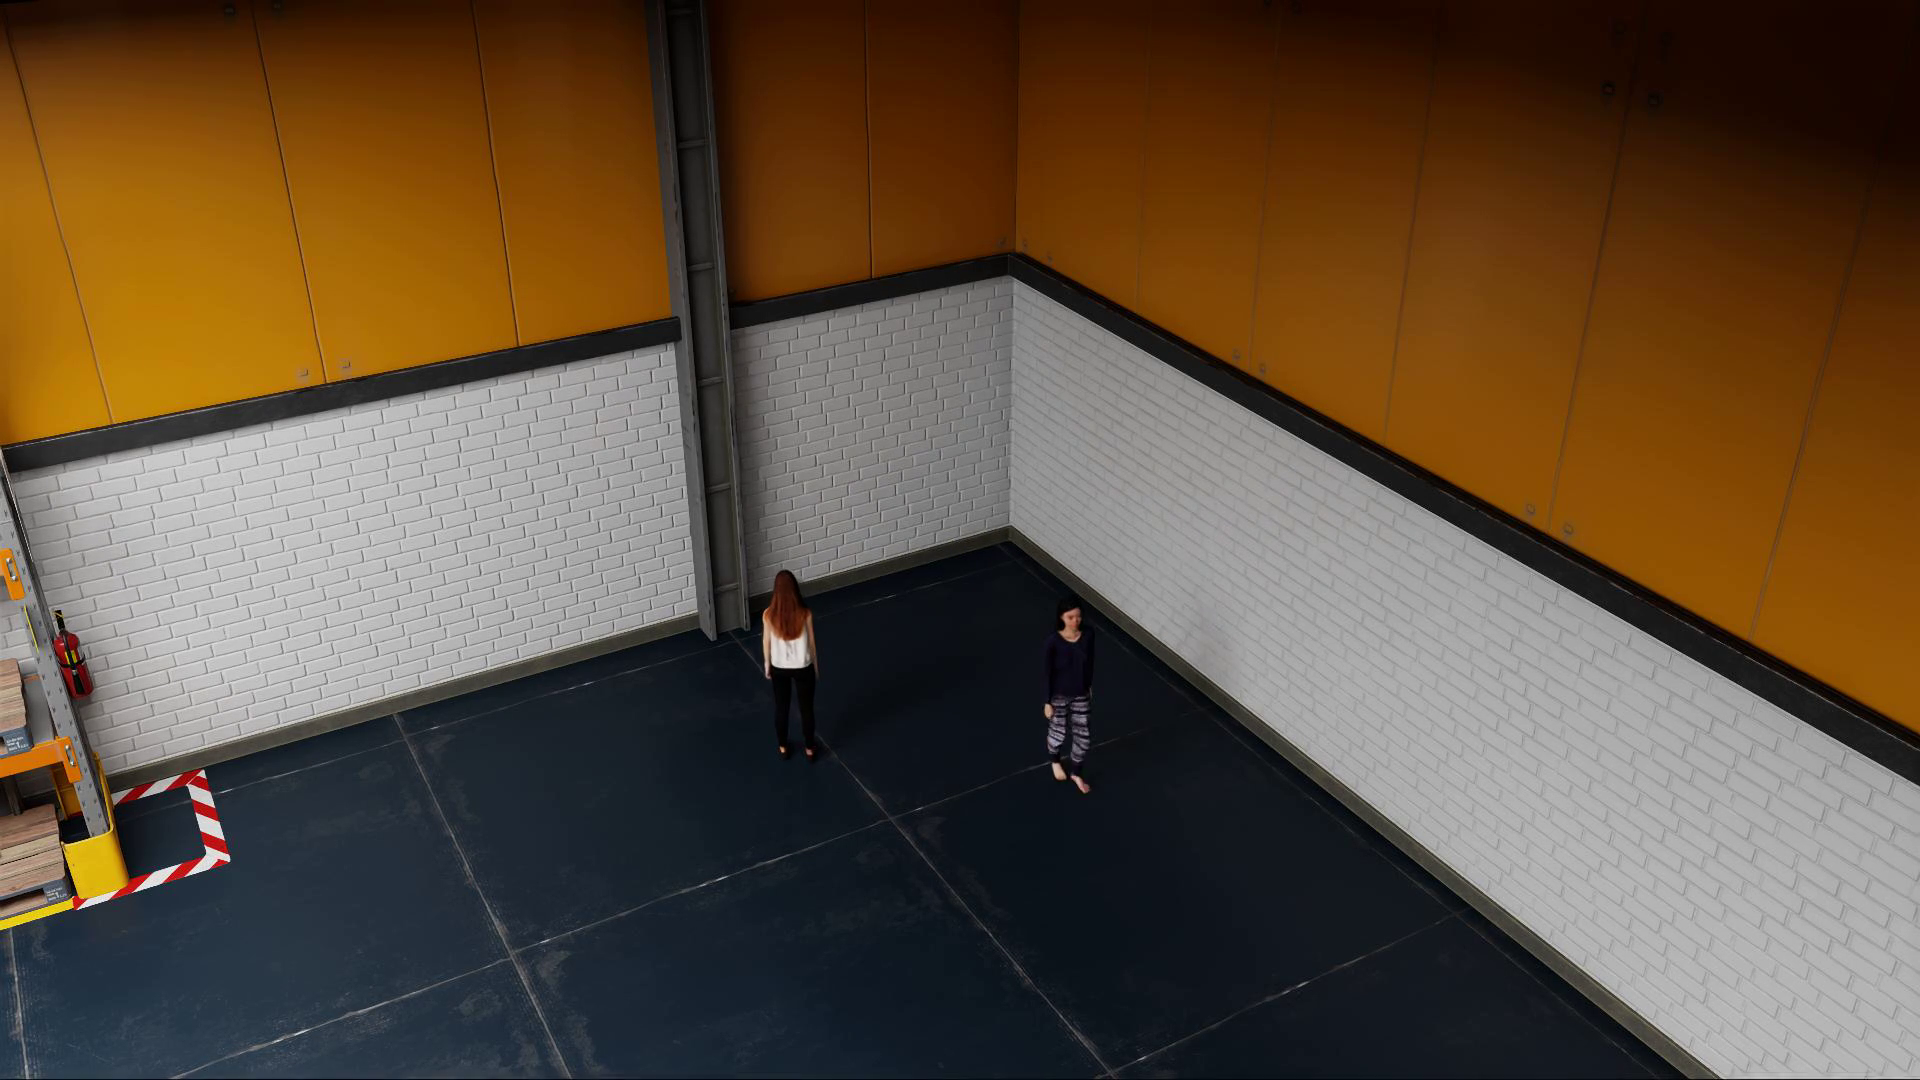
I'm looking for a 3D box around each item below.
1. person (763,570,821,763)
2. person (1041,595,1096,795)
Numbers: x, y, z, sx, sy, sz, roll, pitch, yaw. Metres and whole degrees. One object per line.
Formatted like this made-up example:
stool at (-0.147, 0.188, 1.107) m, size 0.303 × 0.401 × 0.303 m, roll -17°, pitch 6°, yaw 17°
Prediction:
person at (-1.327, 1.013, 13.218) m, size 0.626 × 1.723 × 0.731 m, roll 0°, pitch 29°, yaw 1°
person at (0.807, 1.133, 13.004) m, size 0.693 × 1.717 × 0.734 m, roll -10°, pitch 30°, yaw -18°
